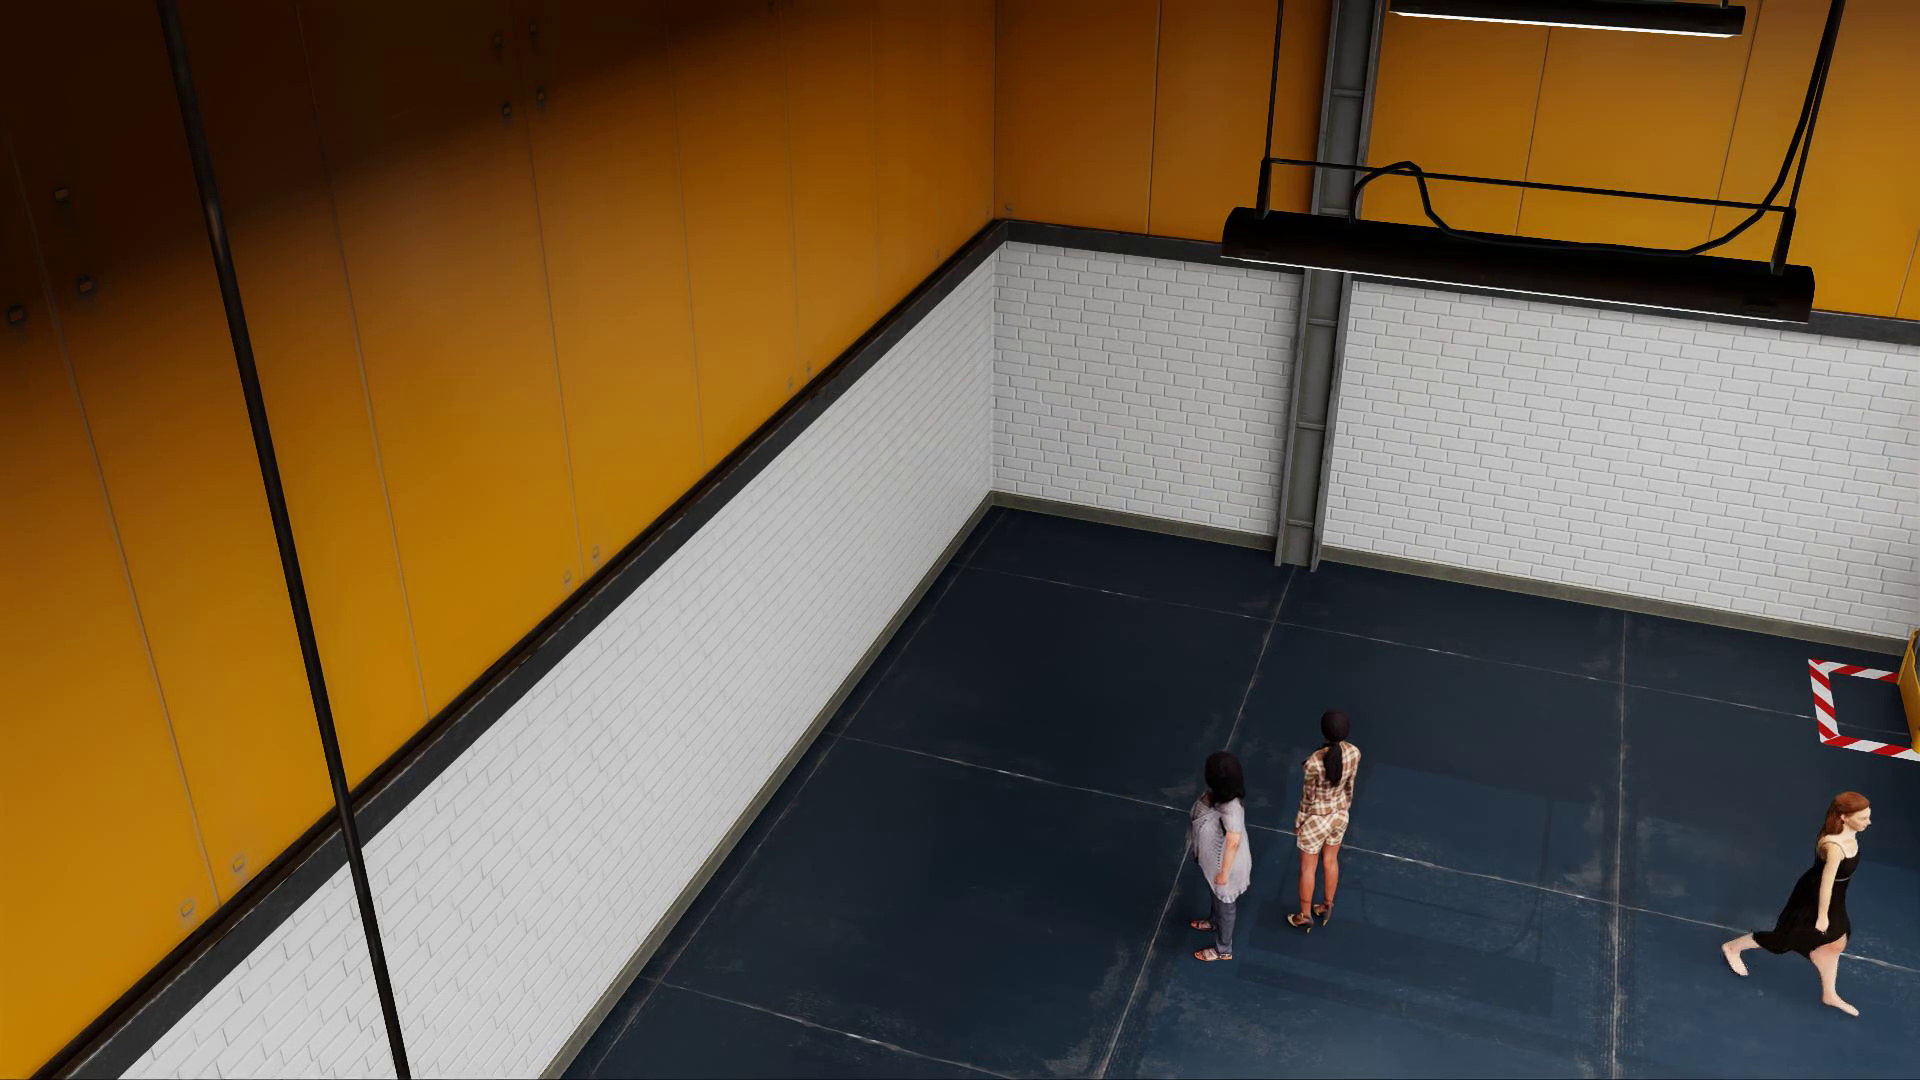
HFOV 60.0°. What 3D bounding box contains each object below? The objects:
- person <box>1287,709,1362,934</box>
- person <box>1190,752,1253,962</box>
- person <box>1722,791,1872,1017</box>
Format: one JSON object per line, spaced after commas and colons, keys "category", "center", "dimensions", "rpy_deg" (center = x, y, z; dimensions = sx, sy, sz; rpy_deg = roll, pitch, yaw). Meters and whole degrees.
{"category": "person", "center": [2.438, 1.889, 11.167], "dimensions": [0.678, 1.795, 0.742], "rpy_deg": [-12, 31, -20]}
{"category": "person", "center": [1.753, 2.068, 11.029], "dimensions": [0.745, 1.613, 0.715], "rpy_deg": [2, 29, 4]}
{"category": "person", "center": [5.420, 2.267, 10.688], "dimensions": [0.913, 1.590, 1.175], "rpy_deg": [-22, 36, -35]}
